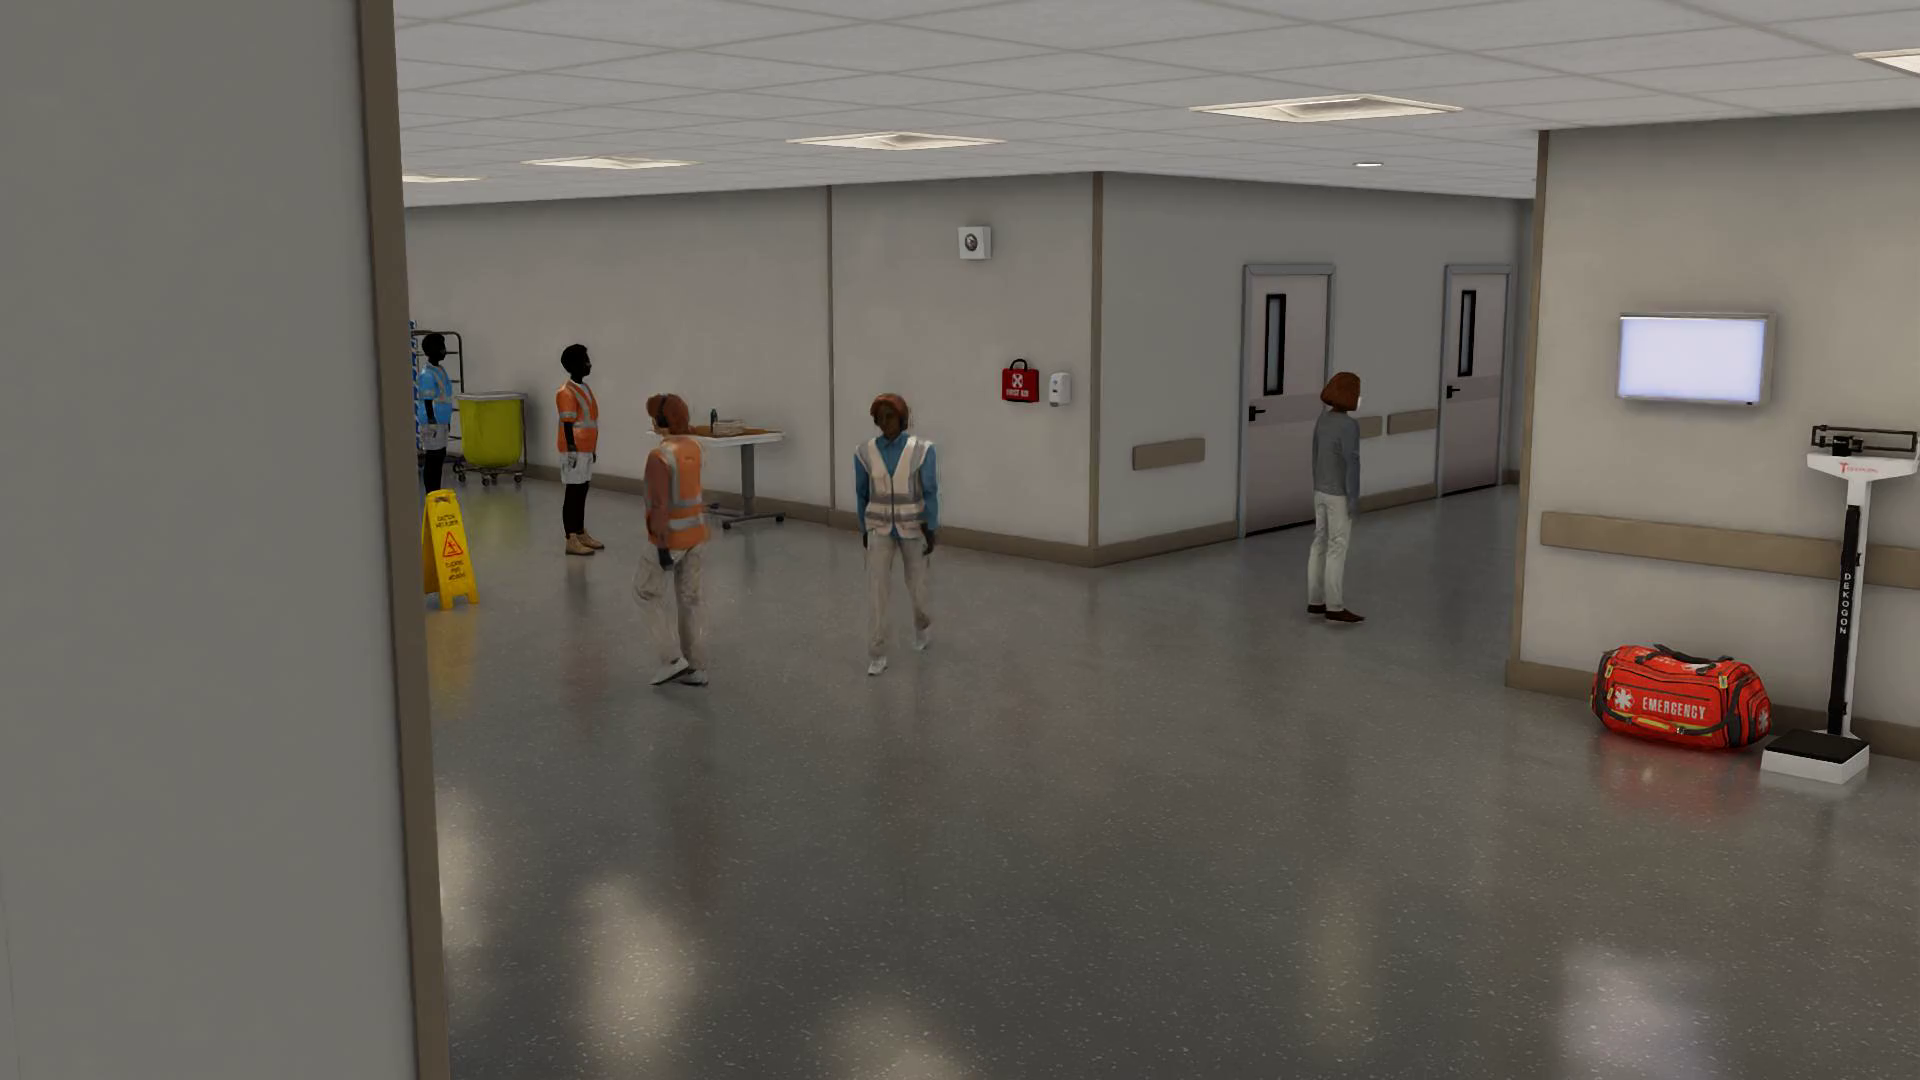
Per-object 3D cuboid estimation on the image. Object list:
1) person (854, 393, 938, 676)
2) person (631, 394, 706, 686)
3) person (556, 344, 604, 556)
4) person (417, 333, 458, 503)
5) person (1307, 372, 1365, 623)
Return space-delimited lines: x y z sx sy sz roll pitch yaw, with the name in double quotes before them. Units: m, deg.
"person" -0.354 -0.072 9.704 0.505 1.600 0.845 1 9 8
"person" -1.583 0.010 9.126 0.382 1.626 0.520 4 10 25
"person" -3.077 -0.731 13.438 0.317 1.700 0.538 1 9 5
"person" -5.044 -1.143 16.008 0.320 1.690 0.535 0 9 -1
"person" 2.468 -0.282 10.886 0.284 1.632 0.502 -3 10 -15
